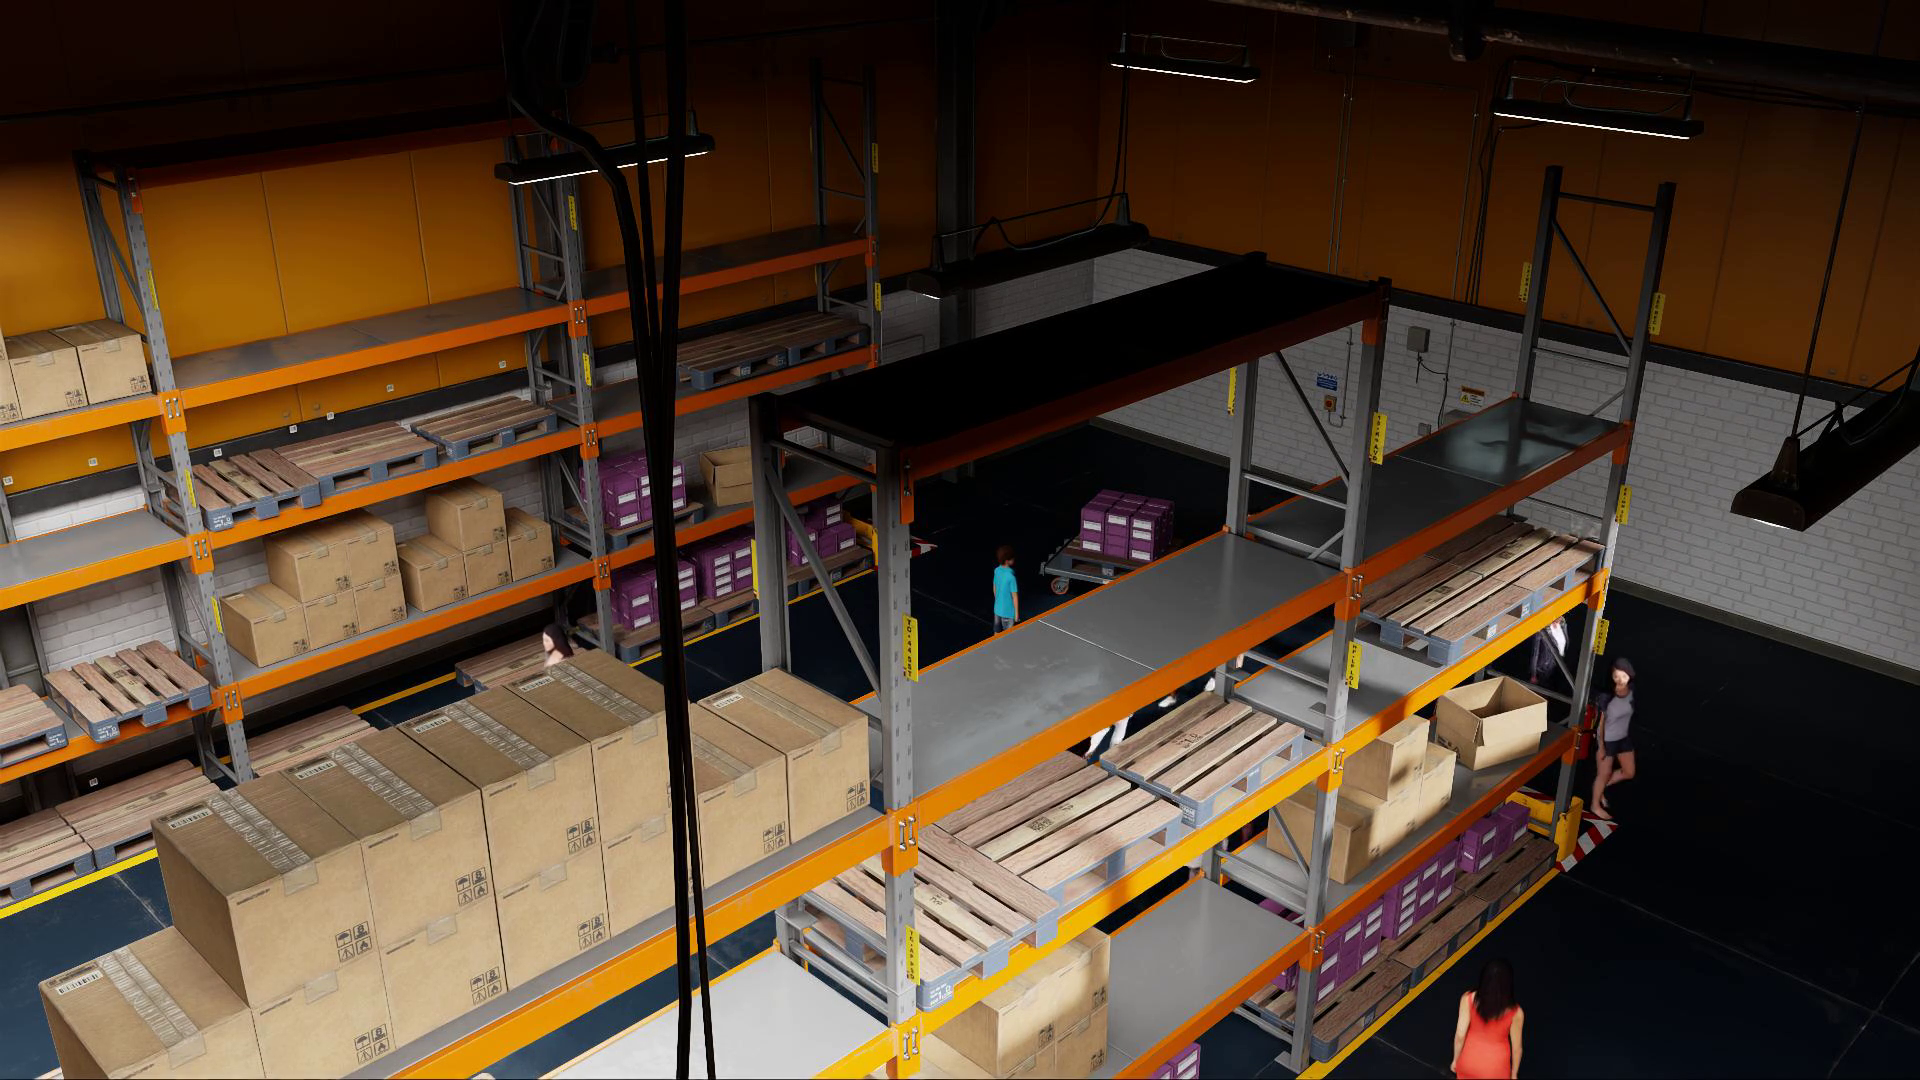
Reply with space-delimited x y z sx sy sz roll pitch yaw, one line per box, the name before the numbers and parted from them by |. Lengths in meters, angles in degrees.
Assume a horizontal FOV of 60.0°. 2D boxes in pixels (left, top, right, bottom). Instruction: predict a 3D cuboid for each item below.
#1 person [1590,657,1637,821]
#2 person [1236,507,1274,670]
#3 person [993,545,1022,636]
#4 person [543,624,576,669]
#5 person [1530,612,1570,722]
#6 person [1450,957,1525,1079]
person | 5.888 1.780 15.202 0.648 1.681 0.745 -15 28 -30
person | 3.164 0.473 18.019 0.703 1.820 1.129 17 29 34
person | 0.487 0.730 17.895 0.507 1.448 0.549 -17 29 -33
person | -3.675 1.550 15.664 0.648 1.733 0.875 17 29 34
person | 5.713 1.262 16.390 0.866 1.678 0.808 -16 28 -33
person | 3.516 3.524 11.166 0.657 1.719 0.628 10 26 22
